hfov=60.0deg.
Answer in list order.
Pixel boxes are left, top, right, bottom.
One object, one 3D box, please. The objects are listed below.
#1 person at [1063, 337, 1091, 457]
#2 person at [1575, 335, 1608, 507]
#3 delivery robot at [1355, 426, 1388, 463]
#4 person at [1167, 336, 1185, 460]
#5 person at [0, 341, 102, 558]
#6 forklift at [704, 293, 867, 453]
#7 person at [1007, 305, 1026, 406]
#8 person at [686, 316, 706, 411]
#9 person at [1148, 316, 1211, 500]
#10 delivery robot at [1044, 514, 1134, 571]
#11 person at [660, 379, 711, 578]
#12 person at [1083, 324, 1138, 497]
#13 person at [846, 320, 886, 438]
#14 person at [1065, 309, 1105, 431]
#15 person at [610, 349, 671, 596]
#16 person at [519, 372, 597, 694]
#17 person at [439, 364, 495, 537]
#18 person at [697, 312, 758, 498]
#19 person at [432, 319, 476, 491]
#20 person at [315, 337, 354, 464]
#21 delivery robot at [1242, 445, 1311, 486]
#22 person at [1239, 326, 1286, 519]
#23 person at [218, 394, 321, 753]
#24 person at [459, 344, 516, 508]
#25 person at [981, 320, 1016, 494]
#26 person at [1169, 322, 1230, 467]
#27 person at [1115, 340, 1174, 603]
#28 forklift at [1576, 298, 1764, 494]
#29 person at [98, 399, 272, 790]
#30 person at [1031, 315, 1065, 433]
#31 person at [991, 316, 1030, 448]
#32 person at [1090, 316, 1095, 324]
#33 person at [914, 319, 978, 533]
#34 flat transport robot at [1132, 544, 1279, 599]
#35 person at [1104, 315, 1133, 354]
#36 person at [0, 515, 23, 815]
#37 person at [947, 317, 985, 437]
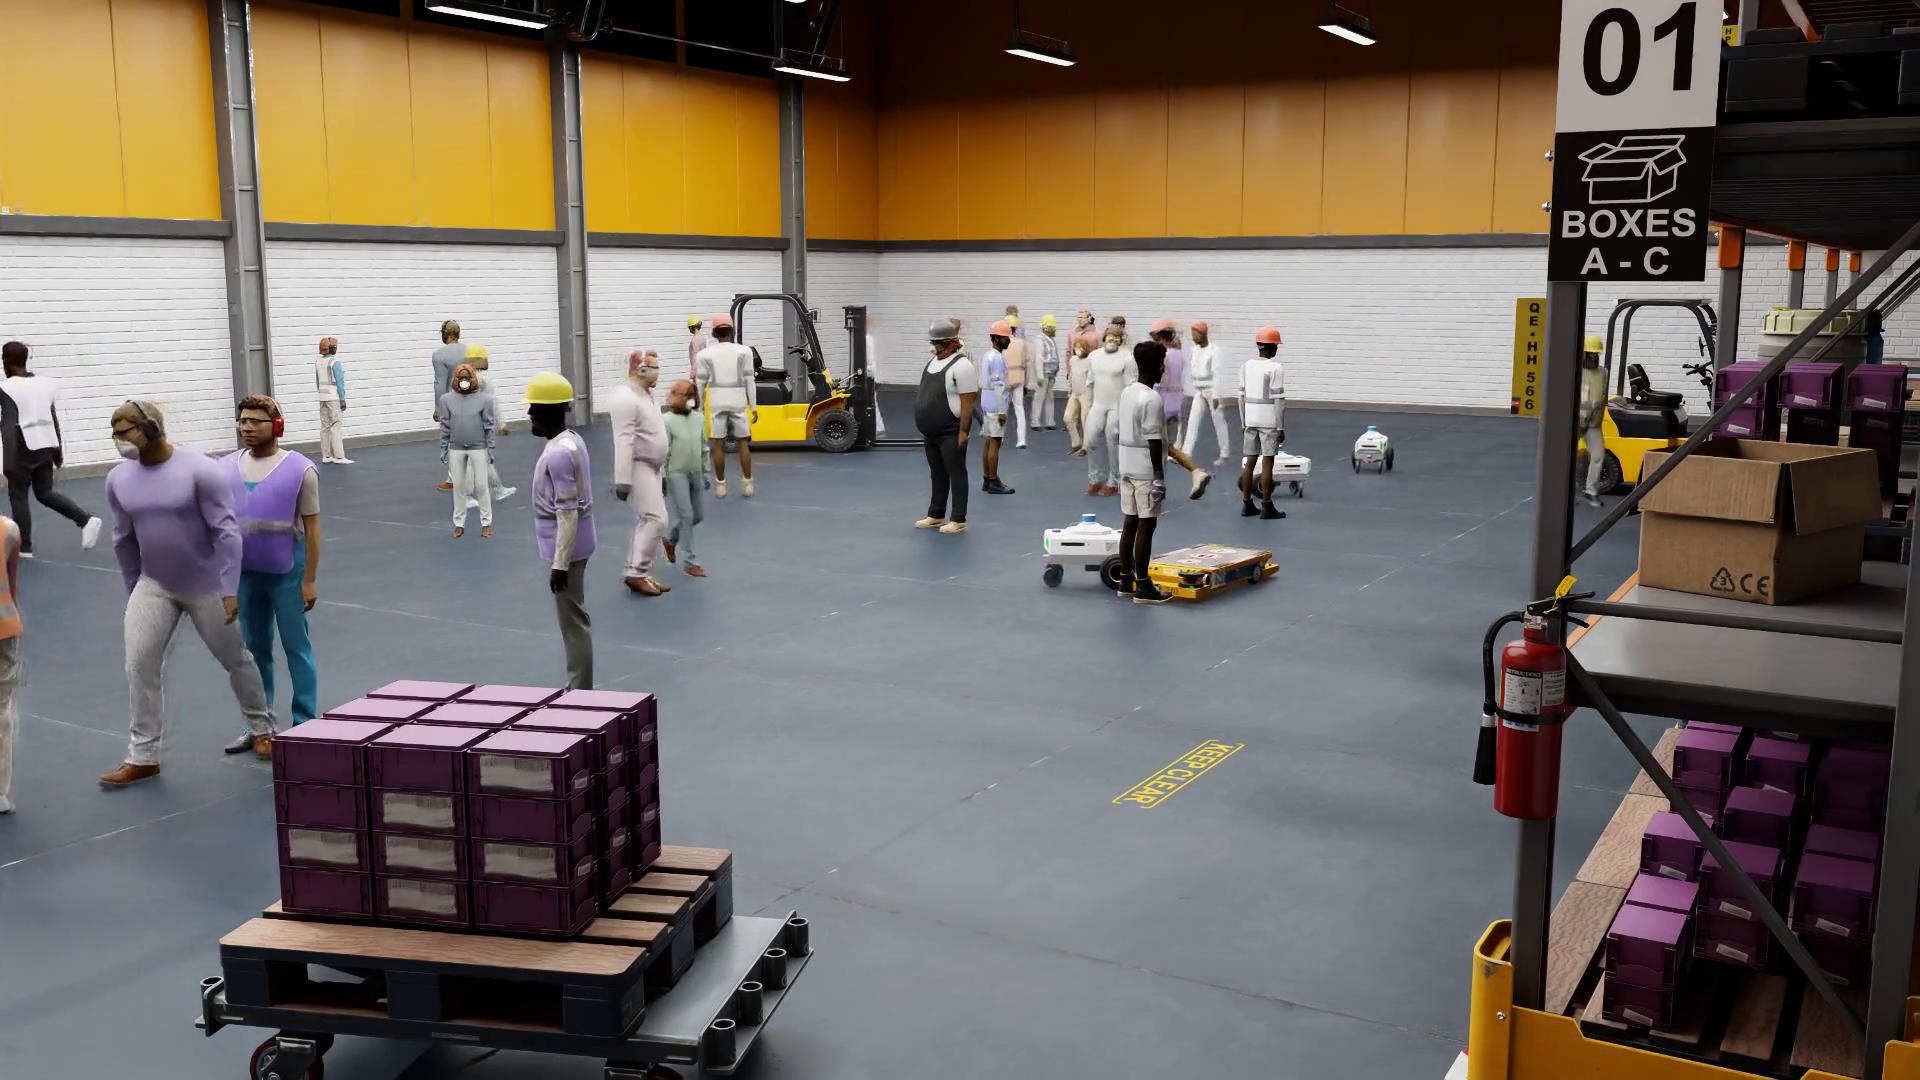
[{"bbox_3d":[1.582,-1.907,22.224,0.437,1.617,0.548,-8,12,-40],"label":"person"},{"bbox_3d":[6.535,-1.227,17.410,0.612,1.812,0.583,-2,9,-11],"label":"person"},{"bbox_3d":[5.113,-1.169,20.649,0.477,0.478,0.707,3,10,18],"label":"delivery robot"},{"bbox_3d":[2.805,-1.869,21.931,0.311,1.642,0.512,1,9,7],"label":"person"},{"bbox_3d":[-7.935,-0.773,14.341,0.746,1.889,0.634,1,9,8],"label":"person"},{"bbox_3d":[-2.458,-2.344,23.176,2.313,2.155,1.214,0,9,-2],"label":"forklift"},{"bbox_3d":[0.927,-3.444,31.027,0.659,1.883,0.764,-7,11,-36],"label":"person"},{"bbox_3d":[-4.335,-2.803,27.400,0.328,1.759,0.524,1,9,8],"label":"person"},{"bbox_3d":[2.269,-1.387,17.814,0.855,2.008,0.616,7,11,35],"label":"person"},{"bbox_3d":[1.015,0.037,13.121,0.707,0.478,0.477,1,9,5],"label":"delivery robot"},{"bbox_3d":[-2.275,-0.518,13.571,0.636,1.610,0.512,8,12,41],"label":"person"},{"bbox_3d":[1.592,-1.399,18.186,0.666,1.901,0.632,7,11,36],"label":"person"},{"bbox_3d":[-1.512,-2.402,24.661,0.972,1.830,0.609,-4,10,-22],"label":"person"},{"bbox_3d":[1.933,-2.641,25.918,0.643,1.910,0.400,5,11,31],"label":"person"},{"bbox_3d":[-2.374,-0.504,12.649,0.476,1.880,0.690,1,9,6],"label":"person"},{"bbox_3d":[-2.176,0.050,9.063,0.384,1.928,0.589,-2,9,-10],"label":"person"},{"bbox_3d":[-4.582,-0.828,15.495,0.505,1.629,0.280,-1,9,-3],"label":"person"},{"bbox_3d":[-2.548,-1.467,18.210,0.653,2.030,0.419,-1,9,-4],"label":"person"},{"bbox_3d":[-5.722,-1.520,18.829,0.372,1.940,0.629,4,10,25],"label":"person"},{"bbox_3d":[-8.099,-1.789,21.435,0.513,1.641,0.307,6,11,34],"label":"person"},{"bbox_3d":[3.496,-0.804,18.369,0.707,0.478,0.477,-2,9,-10],"label":"delivery robot"},{"bbox_3d":[3.060,-1.180,16.712,0.373,1.934,0.551,-7,11,-37],"label":"person"},{"bbox_3d":[-3.521,0.177,8.512,0.565,1.850,0.390,2,9,13],"label":"person"},{"bbox_3d":[-5.012,-1.215,17.635,0.496,1.711,0.830,8,12,40],"label":"person"},{"bbox_3d":[0.425,-1.482,18.612,0.376,1.933,0.544,-2,9,-10],"label":"person"},{"bbox_3d":[3.082,-1.833,21.090,0.963,1.833,0.665,-6,11,-34],"label":"person"},{"bbox_3d":[1.379,-0.513,12.453,0.361,1.962,0.617,-3,10,-18],"label":"person"},{"bbox_3d":[7.954,-1.589,18.462,2.313,2.155,1.214,5,11,30],"label":"forklift"},{"bbox_3d":[-3.780,0.235,8.152,0.670,1.880,0.854,1,9,4],"label":"person"},{"bbox_3d":[1.367,-2.551,25.727,0.595,1.817,0.644,4,10,23],"label":"person"},{"bbox_3d":[0.715,-2.239,23.562,0.598,1.864,1.045,-2,9,-14],"label":"person"},{"bbox_3d":[2.320,-3.213,30.143,0.541,1.696,0.315,5,11,30],"label":"person"},{"bbox_3d":[-0.170,-1.085,15.796,0.536,2.000,0.676,-6,11,-33],"label":"person"},{"bbox_3d":[1.910,0.229,13.096,0.652,0.197,1.431,7,11,35],"label":"flat transport robot"},{"bbox_3d":[2.412,-2.634,26.176,0.615,1.817,0.839,-2,9,-15],"label":"person"},{"bbox_3d":[-4.472,0.451,7.521,0.389,1.621,0.519,5,10,27],"label":"person"},{"bbox_3d":[0.047,-2.391,24.654,0.855,1.818,0.514,0,9,-3],"label":"person"}]
